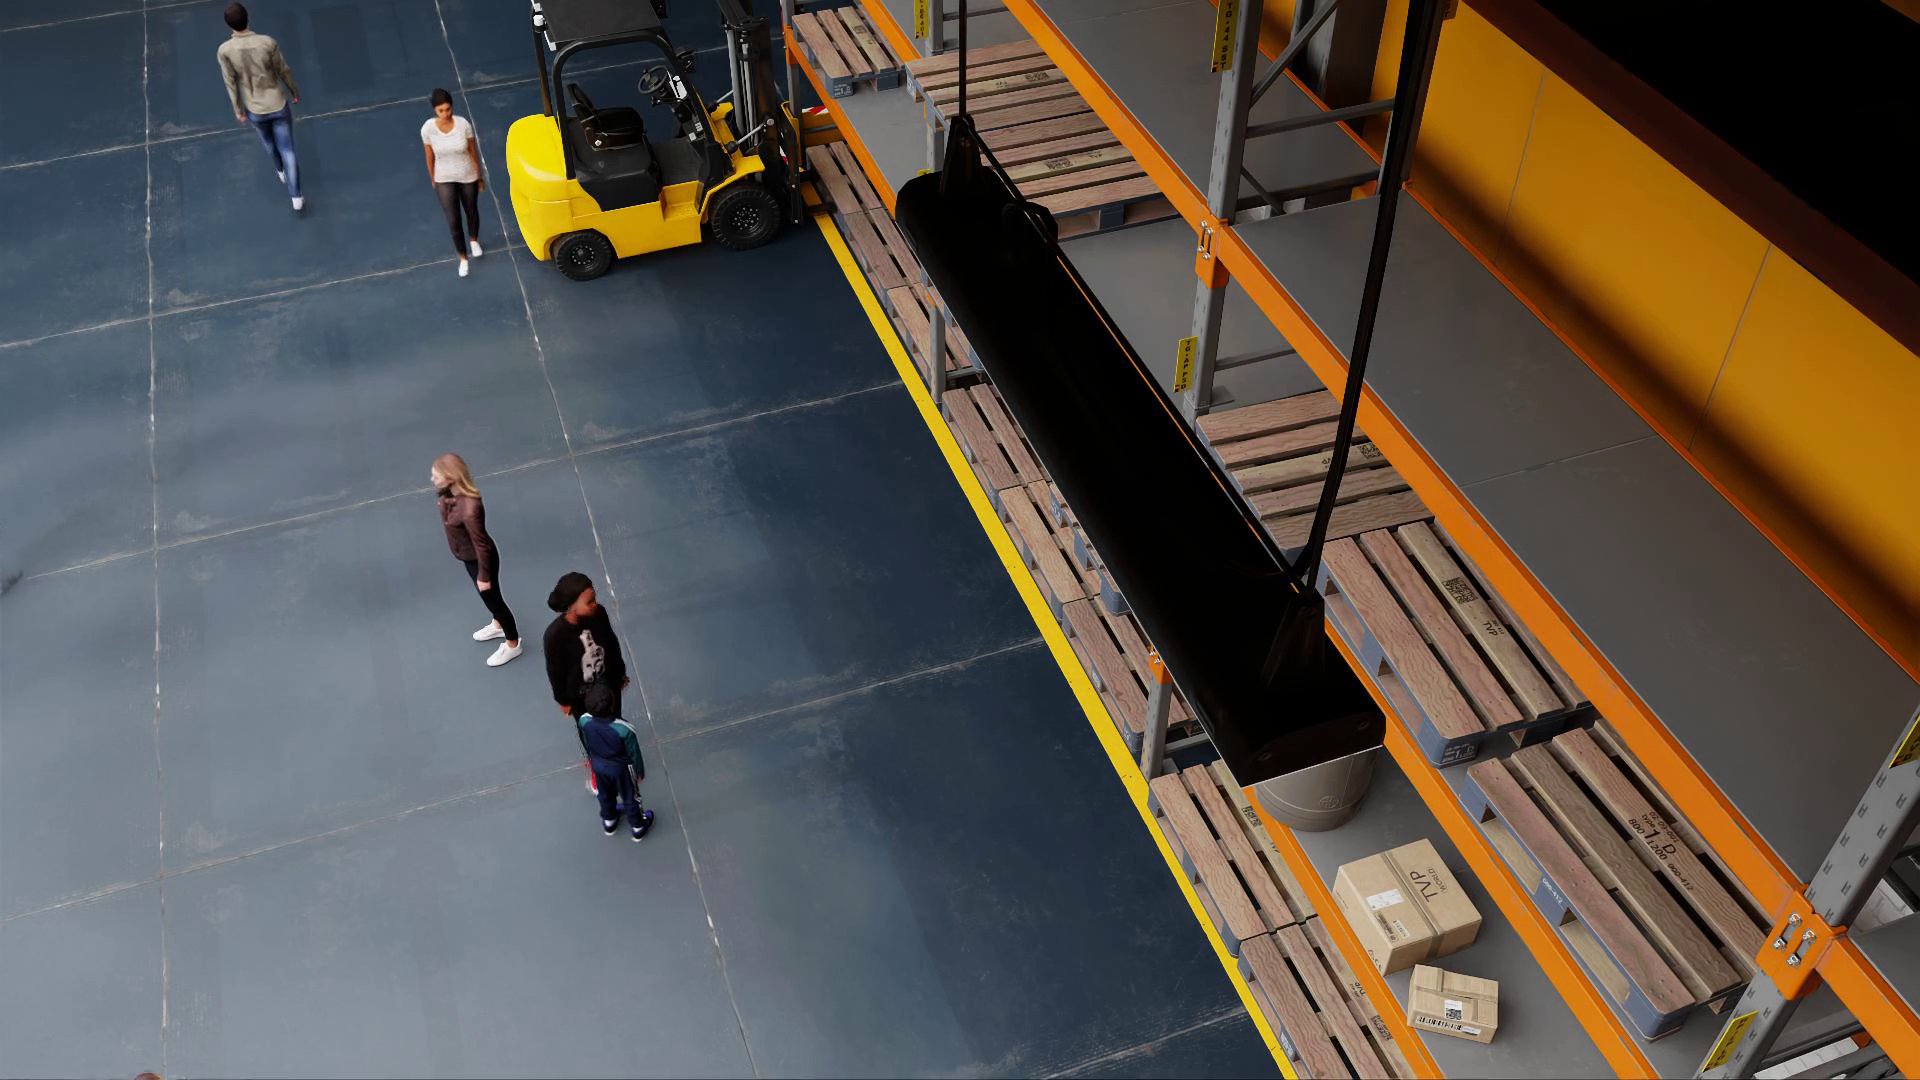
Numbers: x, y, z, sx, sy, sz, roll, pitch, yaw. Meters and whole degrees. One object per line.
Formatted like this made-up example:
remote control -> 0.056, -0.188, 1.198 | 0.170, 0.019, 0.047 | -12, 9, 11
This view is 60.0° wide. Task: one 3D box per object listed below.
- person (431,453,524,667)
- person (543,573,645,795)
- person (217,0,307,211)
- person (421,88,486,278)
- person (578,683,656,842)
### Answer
person -> -3.090, 0.107, 10.670 | 0.698, 1.704, 0.482 | -21, 48, -21
person -> -2.215, 0.847, 9.923 | 0.681, 1.663, 0.638 | -22, 48, -21
person -> -6.099, -3.774, 14.650 | 0.698, 1.834, 1.134 | -14, 45, -14
person -> -4.276, -3.112, 14.109 | 0.580, 1.621, 0.779 | -13, 45, -14
person -> -2.032, 1.301, 9.742 | 0.571, 1.255, 0.610 | 11, 45, 11
